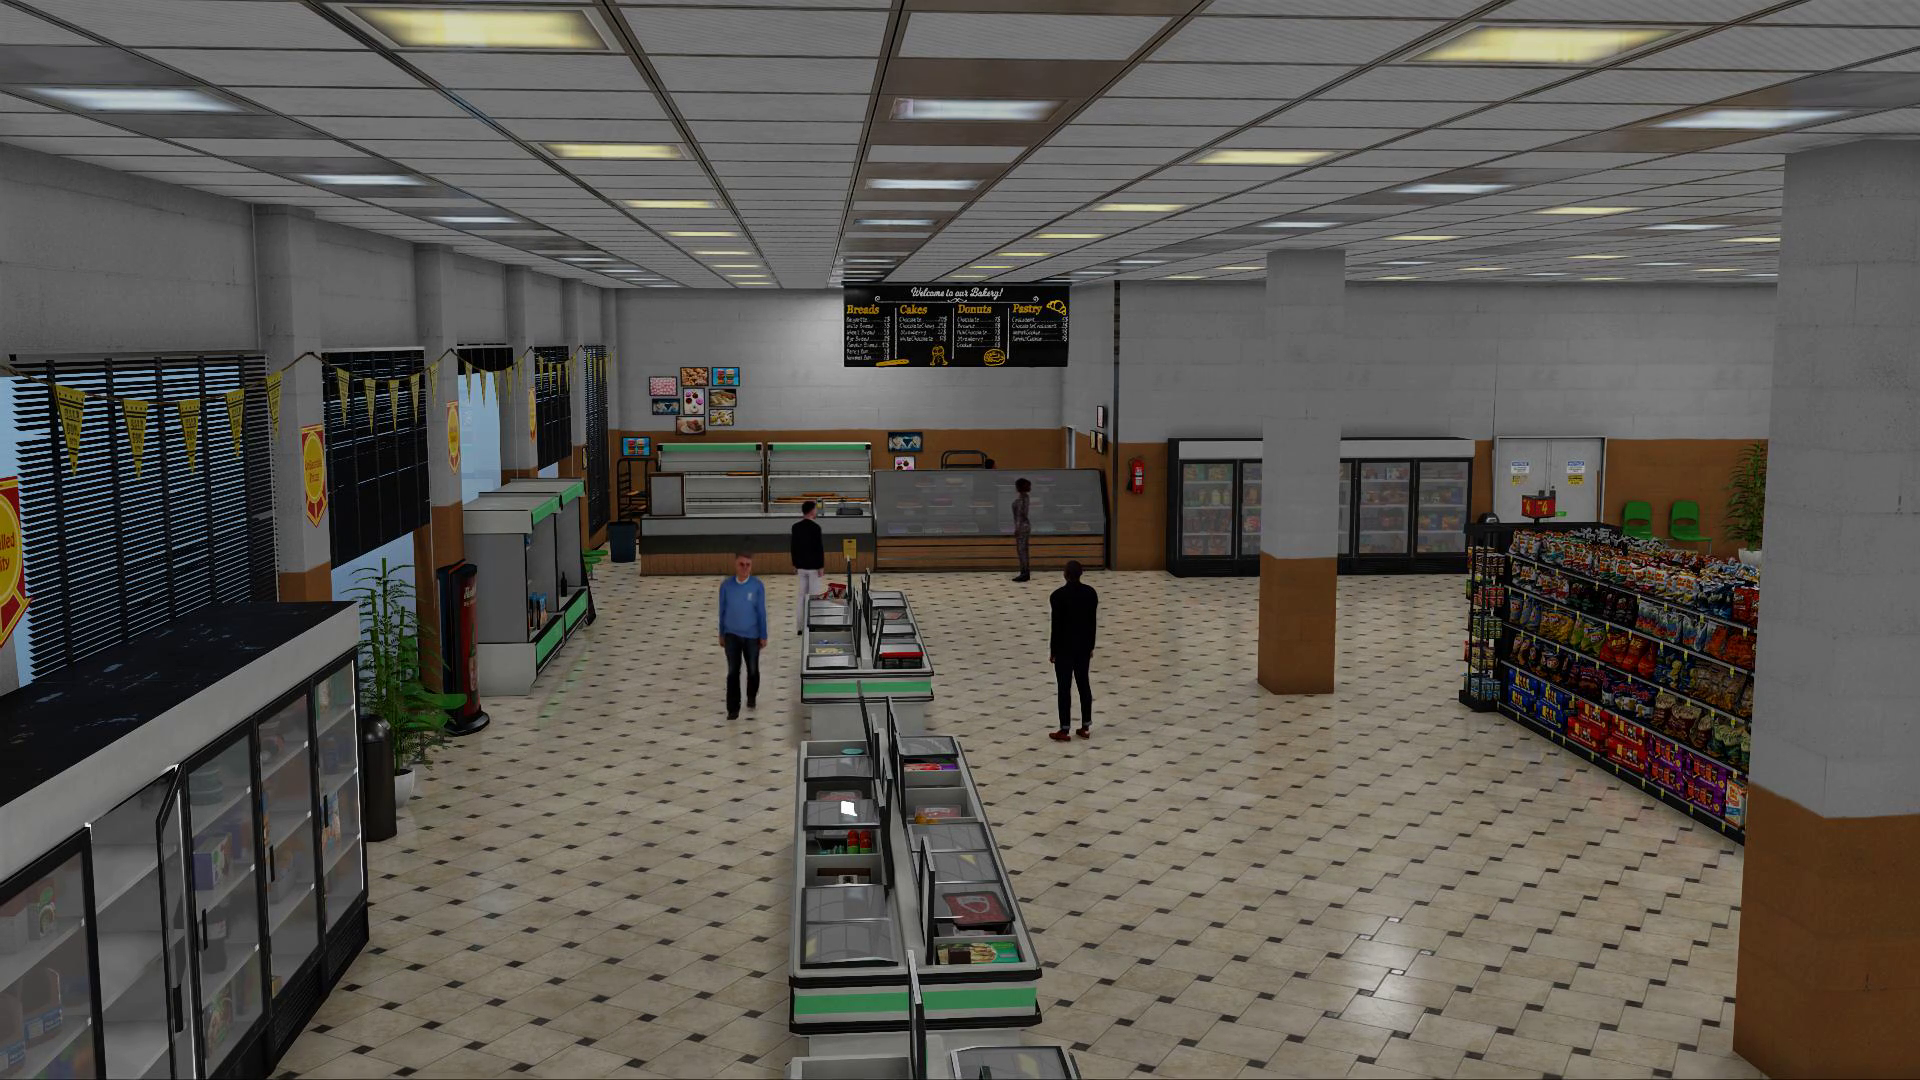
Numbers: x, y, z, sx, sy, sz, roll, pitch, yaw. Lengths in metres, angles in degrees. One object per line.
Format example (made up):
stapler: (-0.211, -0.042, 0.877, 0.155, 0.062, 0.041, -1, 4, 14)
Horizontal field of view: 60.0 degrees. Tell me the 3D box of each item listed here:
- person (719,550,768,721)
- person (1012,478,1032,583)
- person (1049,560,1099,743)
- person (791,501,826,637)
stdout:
person: (-2.299, 0.999, 17.721, 0.721, 1.765, 1.175, 0, 7, -2)
person: (1.038, -0.173, 27.621, 0.717, 1.717, 0.609, 3, 7, 20)
person: (1.133, 1.101, 16.651, 0.776, 1.819, 0.751, -4, 8, -28)
person: (-2.057, 0.380, 22.518, 0.729, 1.842, 0.762, 5, 8, 34)
